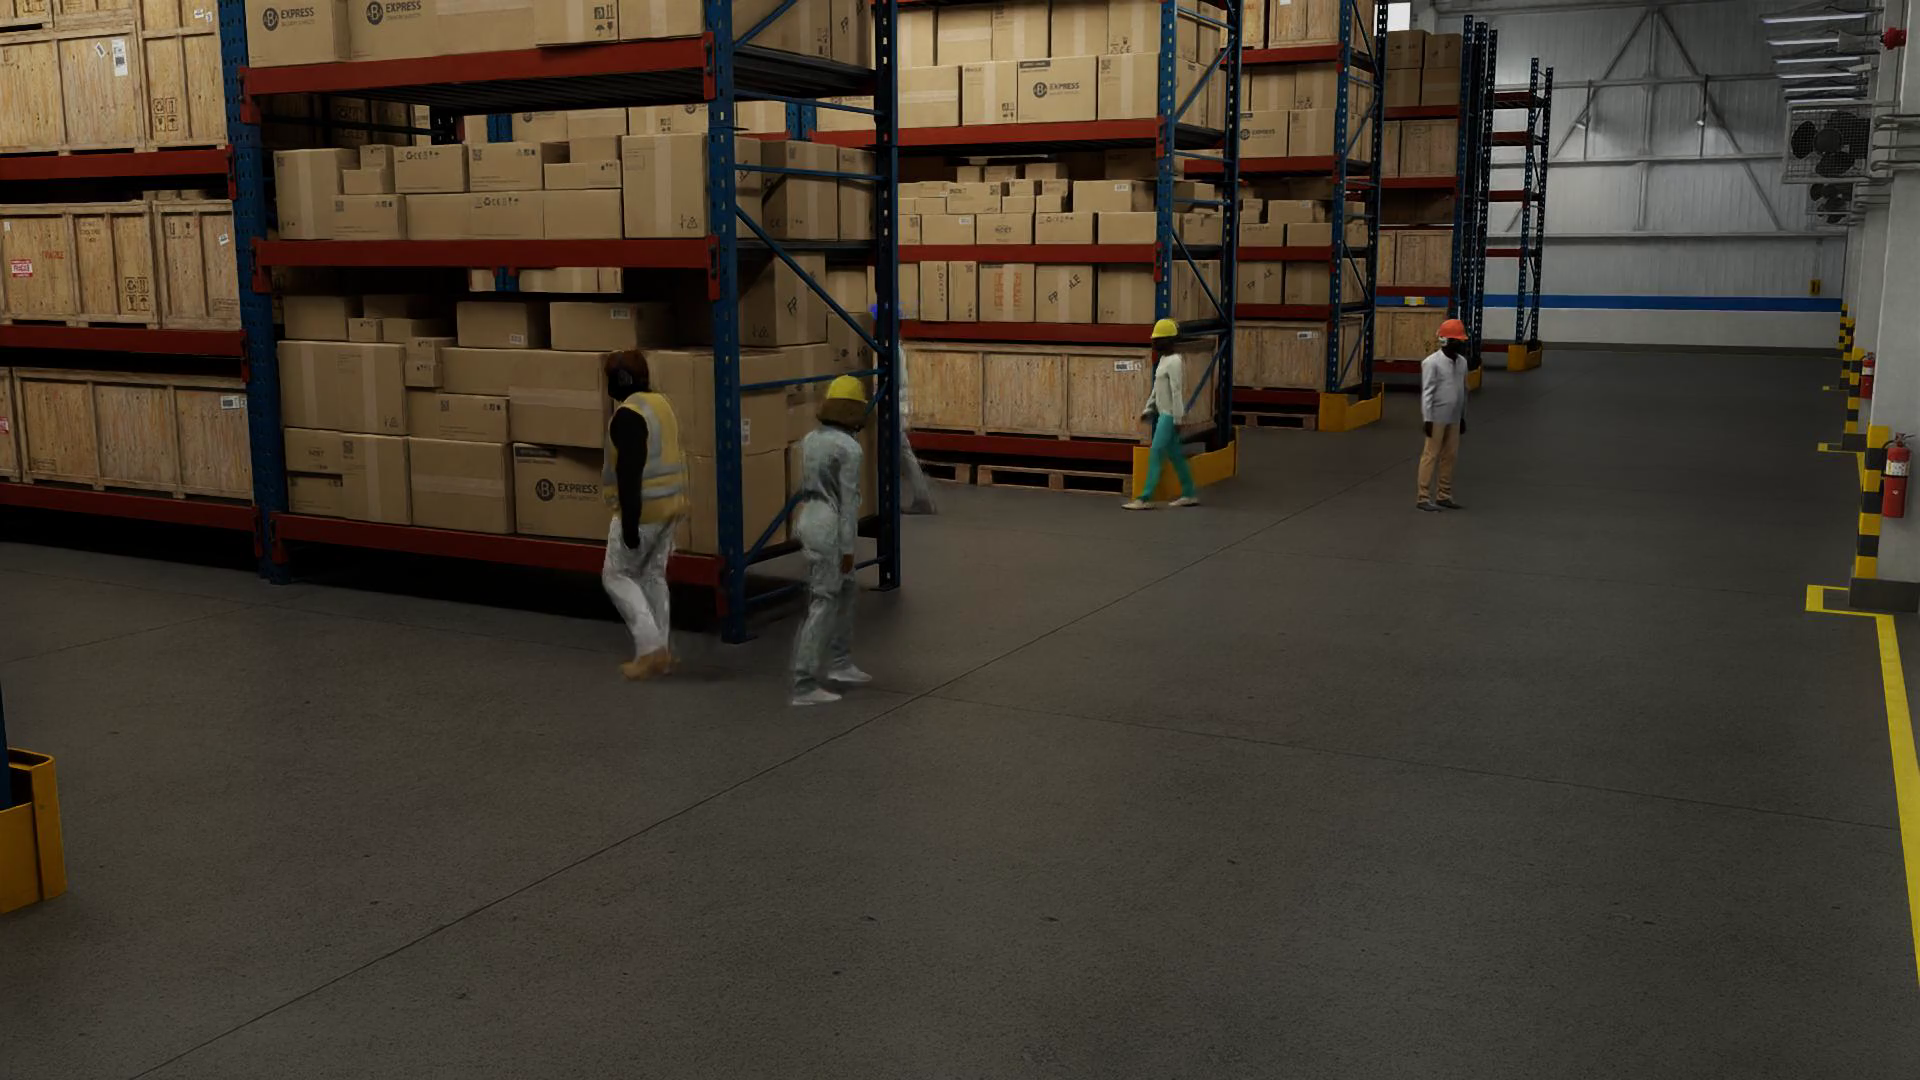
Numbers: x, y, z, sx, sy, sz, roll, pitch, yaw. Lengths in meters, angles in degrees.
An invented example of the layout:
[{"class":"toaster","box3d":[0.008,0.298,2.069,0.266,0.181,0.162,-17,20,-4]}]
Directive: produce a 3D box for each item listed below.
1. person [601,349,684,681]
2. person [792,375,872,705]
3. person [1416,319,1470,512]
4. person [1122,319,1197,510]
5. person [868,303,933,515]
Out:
[{"class":"person","box3d":[-1.744,-0.134,9.153,0.441,1.815,0.658,2,10,11]},{"class":"person","box3d":[-0.683,-0.006,8.728,0.667,1.689,0.501,-7,12,-35]},{"class":"person","box3d":[4.403,-1.124,15.045,0.573,1.743,0.351,-7,12,-33]},{"class":"person","box3d":[1.856,-1.137,15.148,0.714,1.736,0.540,0,10,0]},{"class":"person","box3d":[-0.706,-1.161,14.819,1.003,1.894,0.602,0,10,-2]}]
